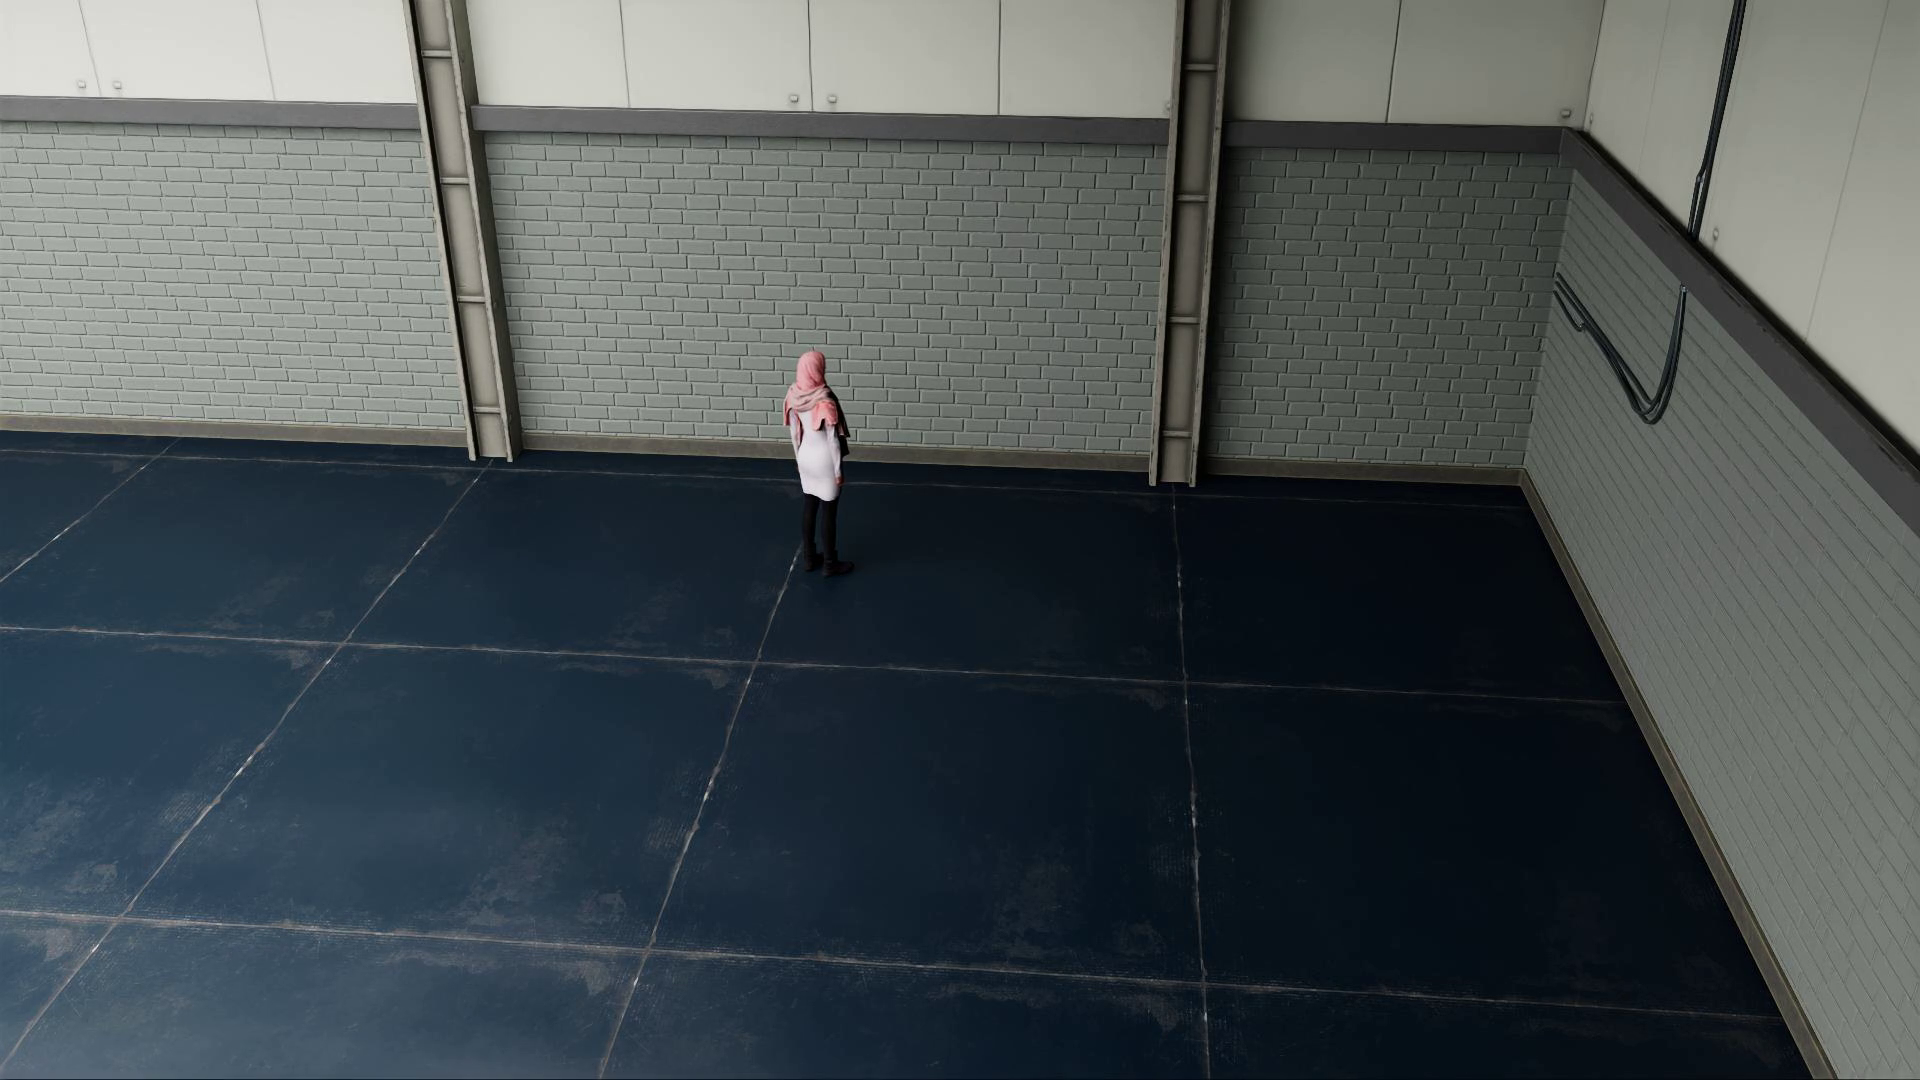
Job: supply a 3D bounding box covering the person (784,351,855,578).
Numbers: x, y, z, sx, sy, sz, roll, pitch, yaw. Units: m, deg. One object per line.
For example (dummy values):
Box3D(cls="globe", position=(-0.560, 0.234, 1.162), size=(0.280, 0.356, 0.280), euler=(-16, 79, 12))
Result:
Box3D(cls="person", position=(-1.061, -0.571, 12.496), size=(0.709, 1.804, 0.796), euler=(20, 34, 34))
